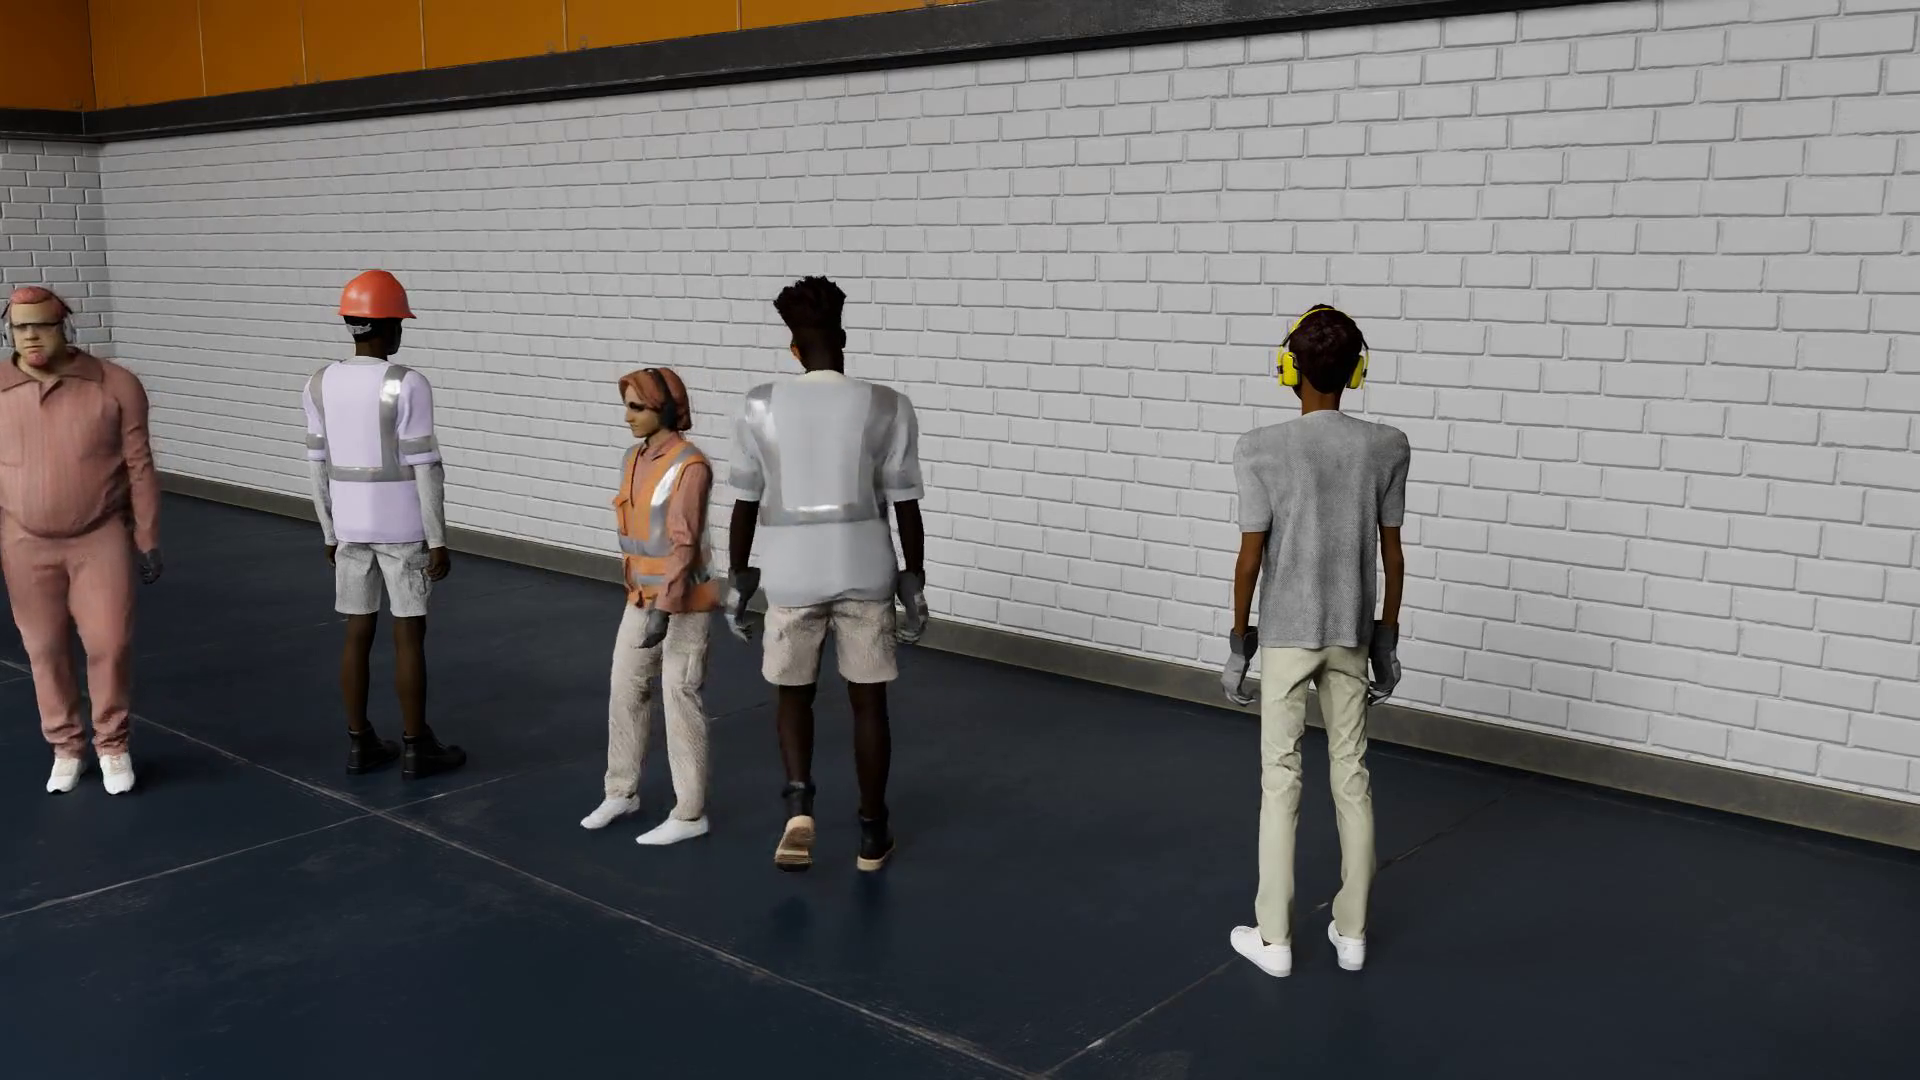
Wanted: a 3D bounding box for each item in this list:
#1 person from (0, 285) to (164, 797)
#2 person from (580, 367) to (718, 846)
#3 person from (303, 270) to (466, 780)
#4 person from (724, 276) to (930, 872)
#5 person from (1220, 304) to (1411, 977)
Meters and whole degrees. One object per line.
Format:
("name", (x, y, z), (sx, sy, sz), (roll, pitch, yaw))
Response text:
("person", (-3.292, 0.026, 6.077), (0.666, 1.886, 0.602), (-4, 11, -19))
("person", (-1.032, 0.230, 5.652), (0.405, 1.627, 0.523), (-9, 13, -42))
("person", (-2.190, -0.049, 6.350), (0.552, 1.937, 0.356), (3, 10, 17))
("person", (-0.423, 0.140, 5.283), (0.685, 1.936, 0.601), (0, 10, -1))
("person", (0.981, 0.288, 4.629), (0.513, 1.872, 0.328), (-1, 10, -8))
